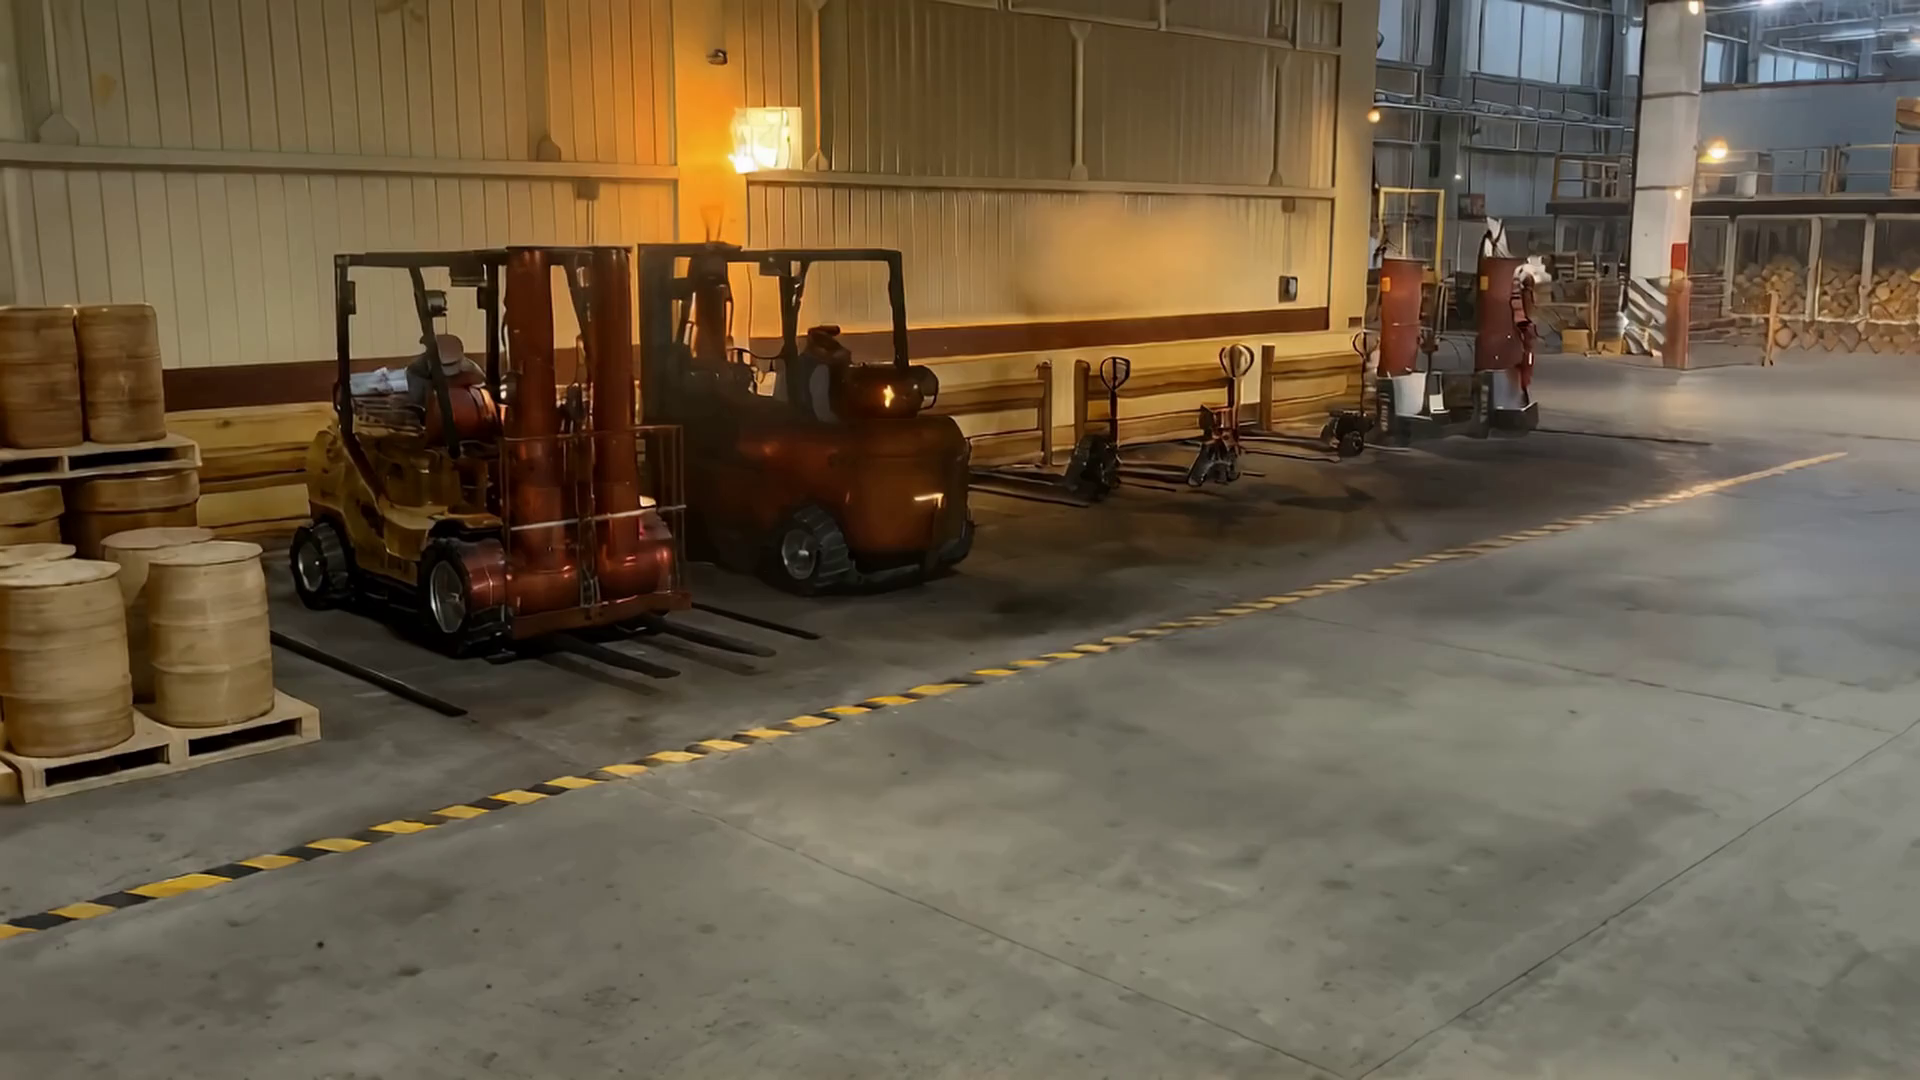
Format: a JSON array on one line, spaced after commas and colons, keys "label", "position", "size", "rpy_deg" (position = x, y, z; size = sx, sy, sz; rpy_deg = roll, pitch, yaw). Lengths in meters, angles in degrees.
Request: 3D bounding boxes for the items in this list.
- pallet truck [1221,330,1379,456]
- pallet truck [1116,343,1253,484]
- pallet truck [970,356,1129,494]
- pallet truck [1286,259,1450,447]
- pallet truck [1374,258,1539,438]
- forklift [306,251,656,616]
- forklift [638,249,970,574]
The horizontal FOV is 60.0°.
[{"label": "pallet truck", "position": [3.563, -1.581, 17.381], "size": [0.653, 1.274, 1.630], "rpy_deg": [-10, 14, -44]}, {"label": "pallet truck", "position": [1.962, -1.215, 15.415], "size": [1.522, 1.261, 0.704], "rpy_deg": [10, 14, 43]}, {"label": "pallet truck", "position": [0.784, -1.085, 14.876], "size": [0.680, 1.201, 1.601], "rpy_deg": [-10, 14, -44]}, {"label": "pallet truck", "position": [4.493, -2.078, 18.196], "size": [0.823, 1.965, 1.885], "rpy_deg": [-9, 14, -40]}, {"label": "pallet truck", "position": [5.704, -2.208, 18.901], "size": [1.885, 1.965, 0.823], "rpy_deg": [10, 14, 43]}, {"label": "forklift", "position": [-2.833, -0.669, 9.694], "size": [1.157, 1.987, 2.680], "rpy_deg": [-10, 14, -44]}, {"label": "forklift", "position": [-1.173, -0.958, 11.239], "size": [2.680, 1.987, 1.157], "rpy_deg": [10, 14, 43]}]
